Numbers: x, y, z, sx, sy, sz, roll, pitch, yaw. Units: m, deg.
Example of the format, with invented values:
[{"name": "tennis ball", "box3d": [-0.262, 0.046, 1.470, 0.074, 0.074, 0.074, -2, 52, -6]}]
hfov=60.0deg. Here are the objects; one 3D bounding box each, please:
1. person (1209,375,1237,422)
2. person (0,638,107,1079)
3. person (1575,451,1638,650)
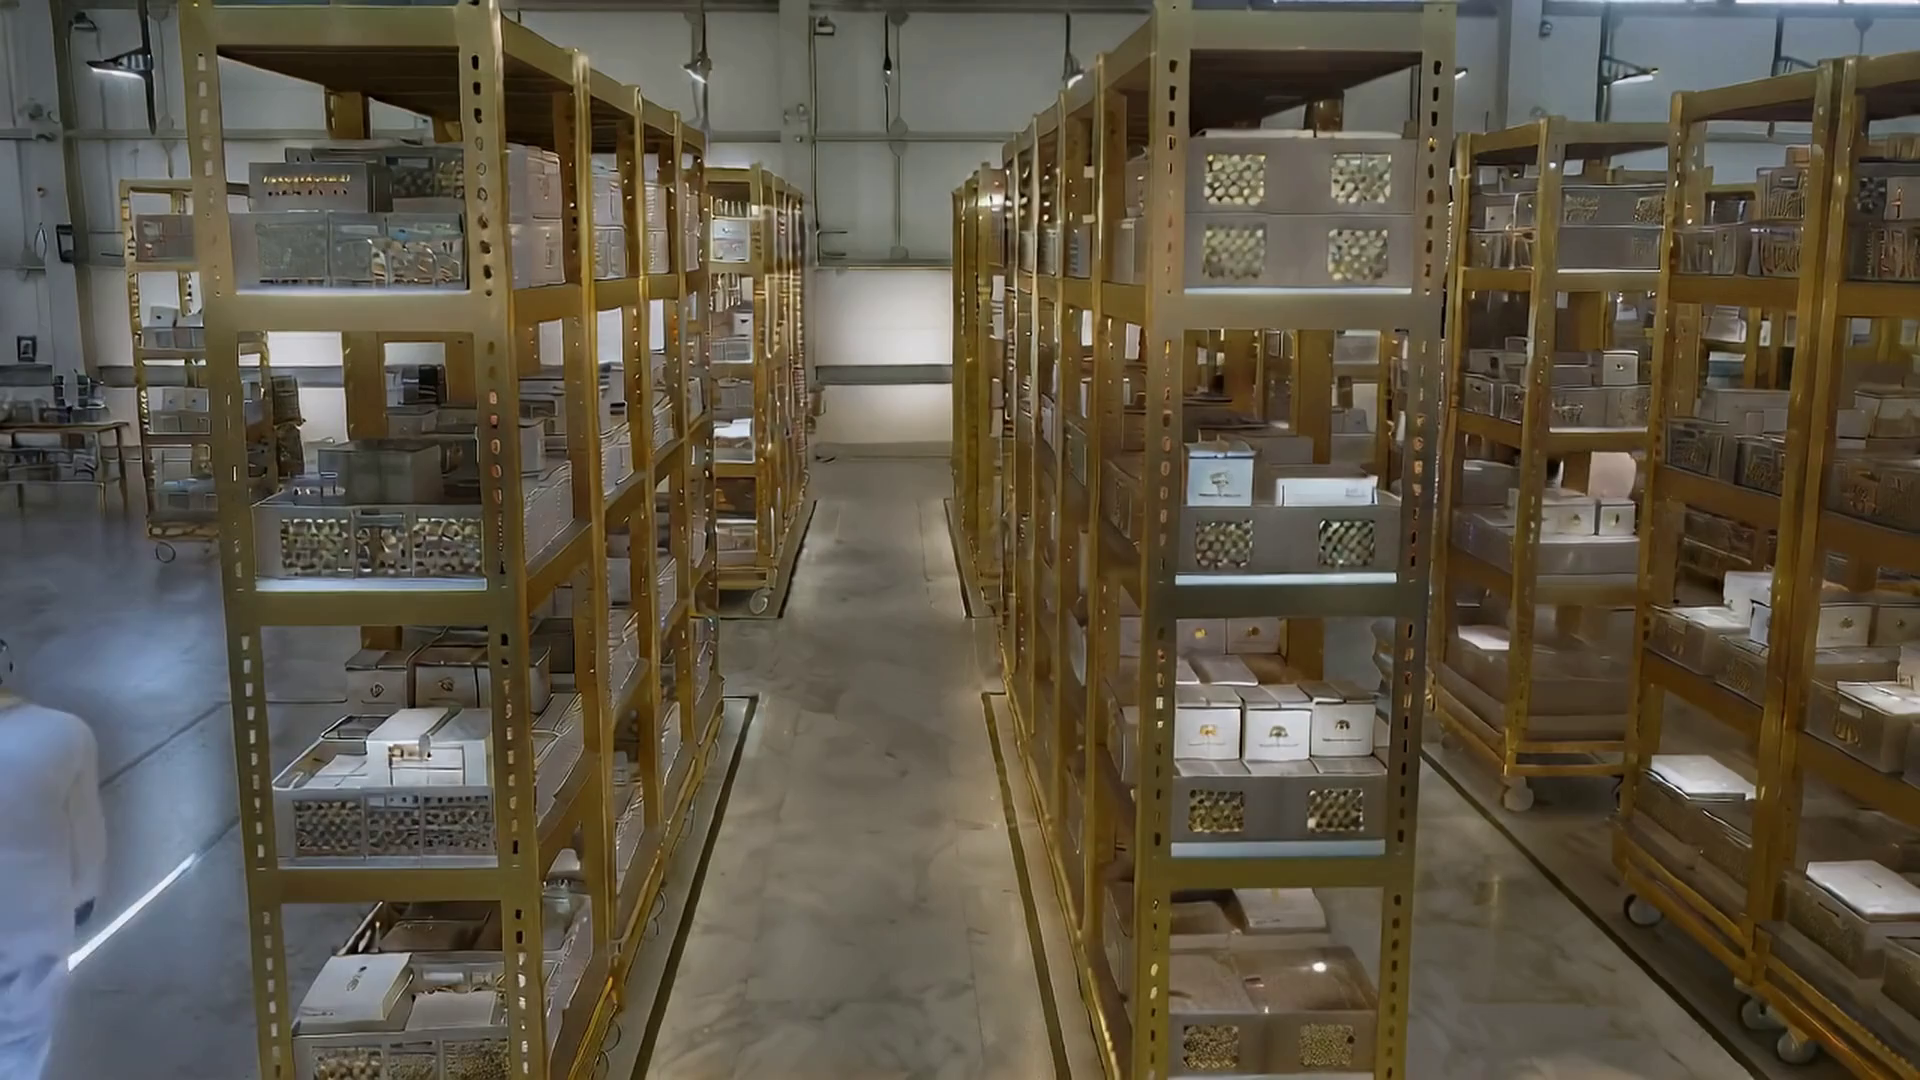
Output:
[{"name": "person", "box3d": [2.090, -0.326, 13.225, 0.545, 1.978, 0.660, 2, 10, 9]}, {"name": "person", "box3d": [-2.967, 1.148, 5.154, 0.637, 1.855, 0.964, -3, 11, -19]}, {"name": "person", "box3d": [4.710, -0.032, 12.082, 0.850, 1.787, 0.600, 0, 10, -3]}]
